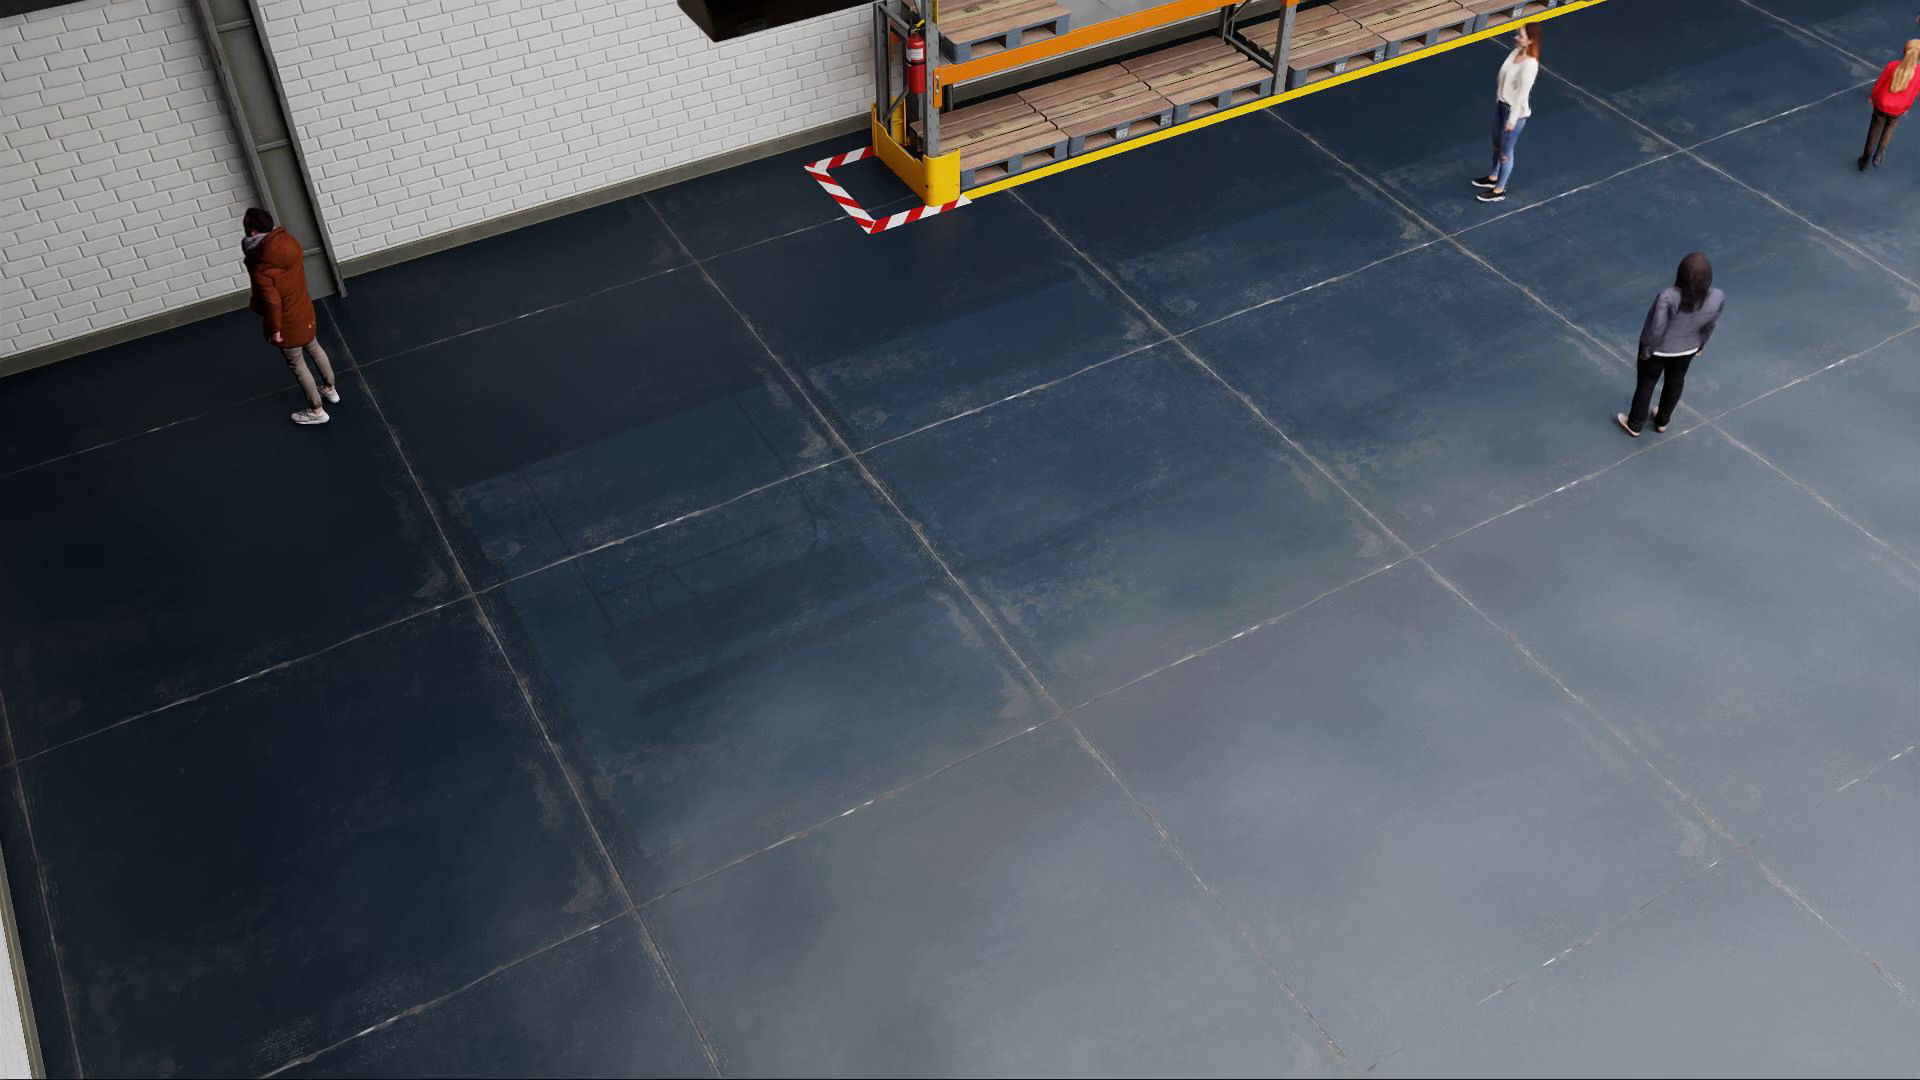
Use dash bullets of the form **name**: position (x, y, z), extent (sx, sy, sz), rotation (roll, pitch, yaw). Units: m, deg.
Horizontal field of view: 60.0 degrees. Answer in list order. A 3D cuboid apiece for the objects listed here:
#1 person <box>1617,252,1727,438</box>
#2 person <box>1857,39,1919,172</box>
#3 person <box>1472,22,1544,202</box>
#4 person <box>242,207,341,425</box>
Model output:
- **person**: position (5.322, -1.463, 12.447), extent (0.733, 1.596, 0.833), rotation (-4, 44, -5)
- **person**: position (8.571, -3.984, 15.327), extent (0.617, 1.273, 0.676), rotation (14, 45, 14)
- **person**: position (4.932, -3.830, 14.862), extent (0.715, 1.691, 0.712), rotation (0, 44, 0)
- **person**: position (-5.044, -1.696, 12.516), extent (0.907, 1.839, 0.858), rotation (6, 44, 7)
